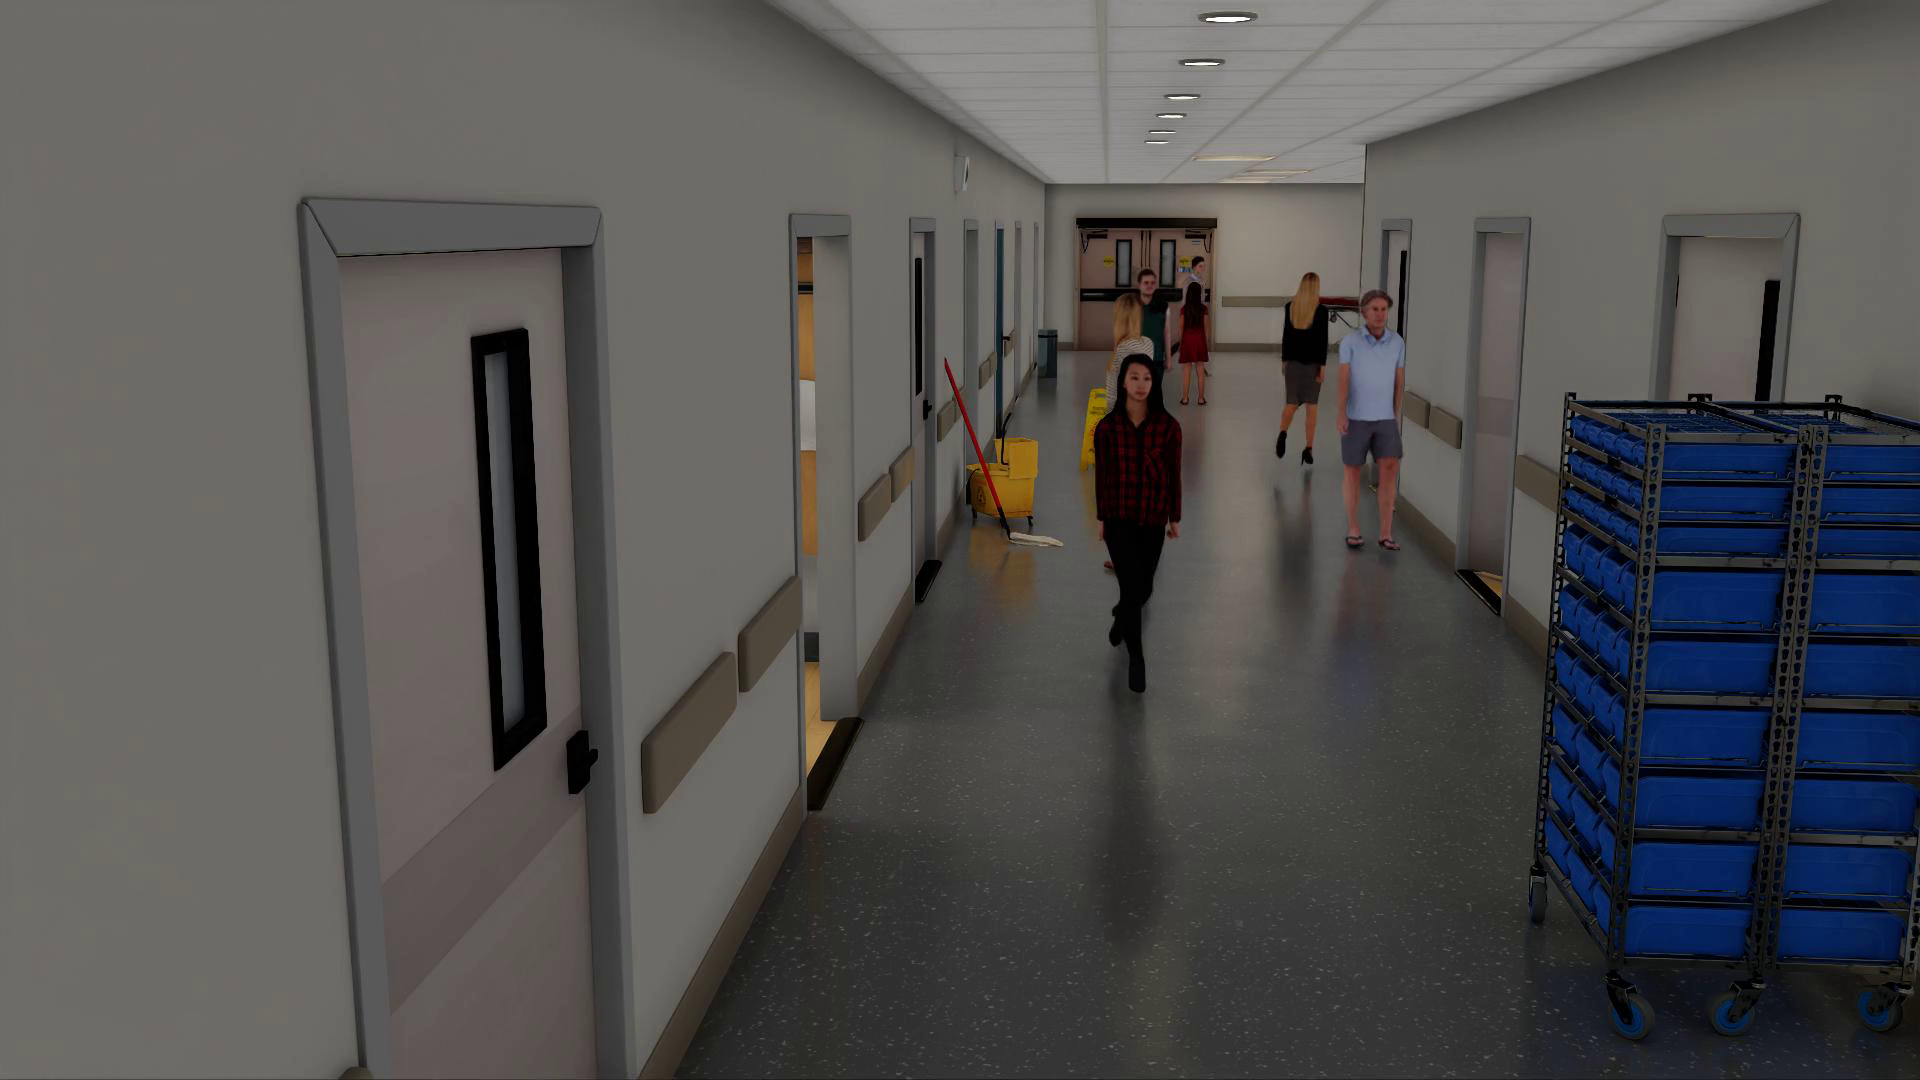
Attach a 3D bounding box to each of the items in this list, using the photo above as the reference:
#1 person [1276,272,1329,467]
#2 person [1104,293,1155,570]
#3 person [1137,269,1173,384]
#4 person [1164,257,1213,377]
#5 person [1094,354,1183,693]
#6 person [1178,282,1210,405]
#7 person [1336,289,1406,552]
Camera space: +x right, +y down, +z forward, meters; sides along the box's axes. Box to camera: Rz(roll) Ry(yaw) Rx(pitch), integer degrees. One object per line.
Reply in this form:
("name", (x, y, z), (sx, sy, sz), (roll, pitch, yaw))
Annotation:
("person", (3.145, -1.545, 15.427), (0.890, 1.814, 1.161), (6, 12, 28))
("person", (1.146, -0.719, 11.053), (0.743, 1.823, 0.593), (5, 12, 26))
("person", (1.840, -1.774, 16.650), (0.780, 1.805, 1.201), (-1, 11, -5))
("person", (3.427, -3.332, 24.943), (1.151, 1.778, 1.112), (10, 15, 43))
("person", (0.855, -0.098, 8.303), (0.685, 1.627, 1.045), (-1, 11, -4))
("person", (2.981, -2.518, 21.235), (0.540, 1.553, 0.598), (1, 11, 7))
("person", (2.866, -0.852, 11.783), (0.671, 1.811, 0.846), (1, 11, 3))
